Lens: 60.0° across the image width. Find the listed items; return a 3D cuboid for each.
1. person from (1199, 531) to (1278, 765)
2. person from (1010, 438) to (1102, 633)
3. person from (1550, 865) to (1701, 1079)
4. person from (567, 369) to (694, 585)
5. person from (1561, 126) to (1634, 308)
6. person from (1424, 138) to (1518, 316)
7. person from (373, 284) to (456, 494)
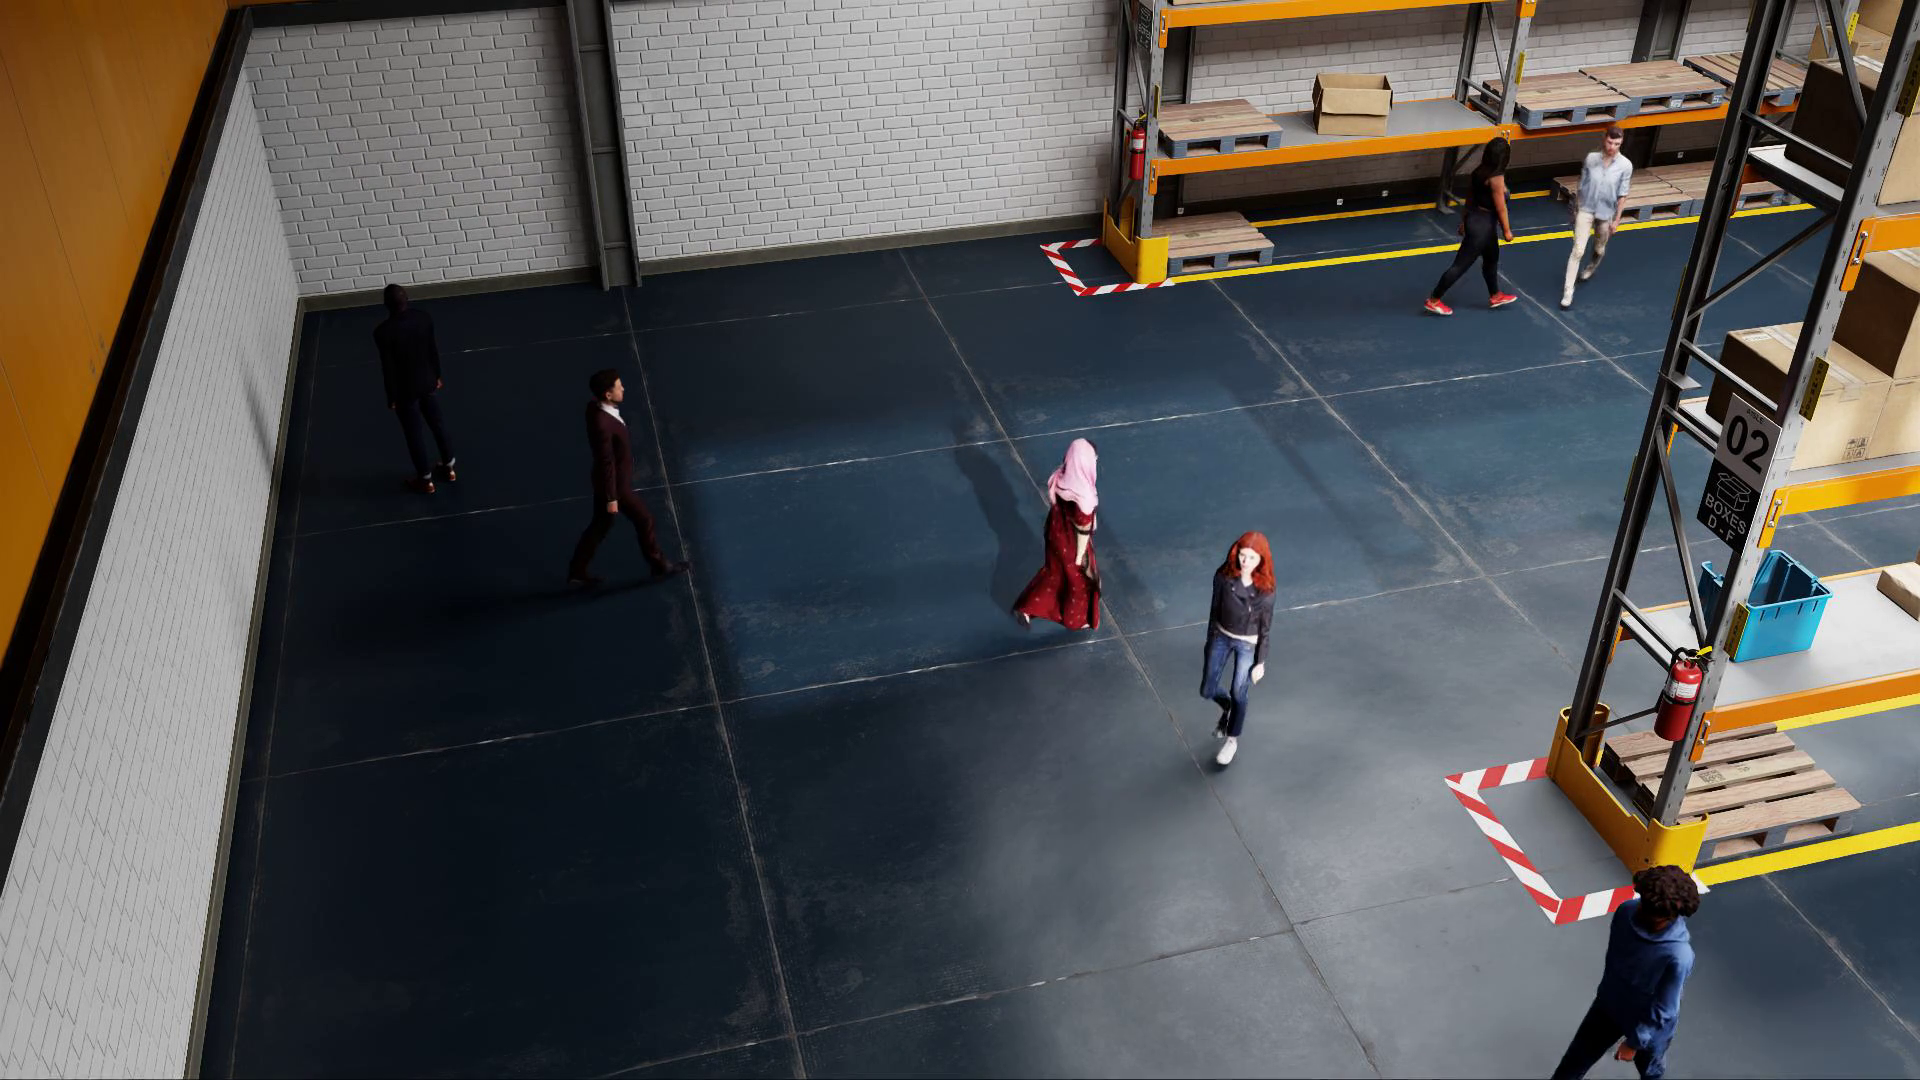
[{"bbox_3d":[1.824,0.656,10.770,0.780,1.779,0.841,19,38,26],"label":"person"},{"bbox_3d":[0.713,0.008,11.891,0.944,1.617,0.735,-13,36,-19],"label":"person"},{"bbox_3d":[3.442,2.314,8.285,1.142,1.768,0.802,-14,36,-20],"label":"person"},{"bbox_3d":[-2.657,-0.415,12.333,1.217,1.832,0.799,-13,36,-19],"label":"person"},{"bbox_3d":[6.404,-3.287,16.676,1.177,1.809,1.186,16,37,23],"label":"person"},{"bbox_3d":[5.015,-3.021,16.321,1.268,1.758,0.855,-1,34,-1],"label":"person"},{"bbox_3d":[-4.463,-1.248,13.600,0.846,1.818,0.756,23,40,30],"label":"person"}]
